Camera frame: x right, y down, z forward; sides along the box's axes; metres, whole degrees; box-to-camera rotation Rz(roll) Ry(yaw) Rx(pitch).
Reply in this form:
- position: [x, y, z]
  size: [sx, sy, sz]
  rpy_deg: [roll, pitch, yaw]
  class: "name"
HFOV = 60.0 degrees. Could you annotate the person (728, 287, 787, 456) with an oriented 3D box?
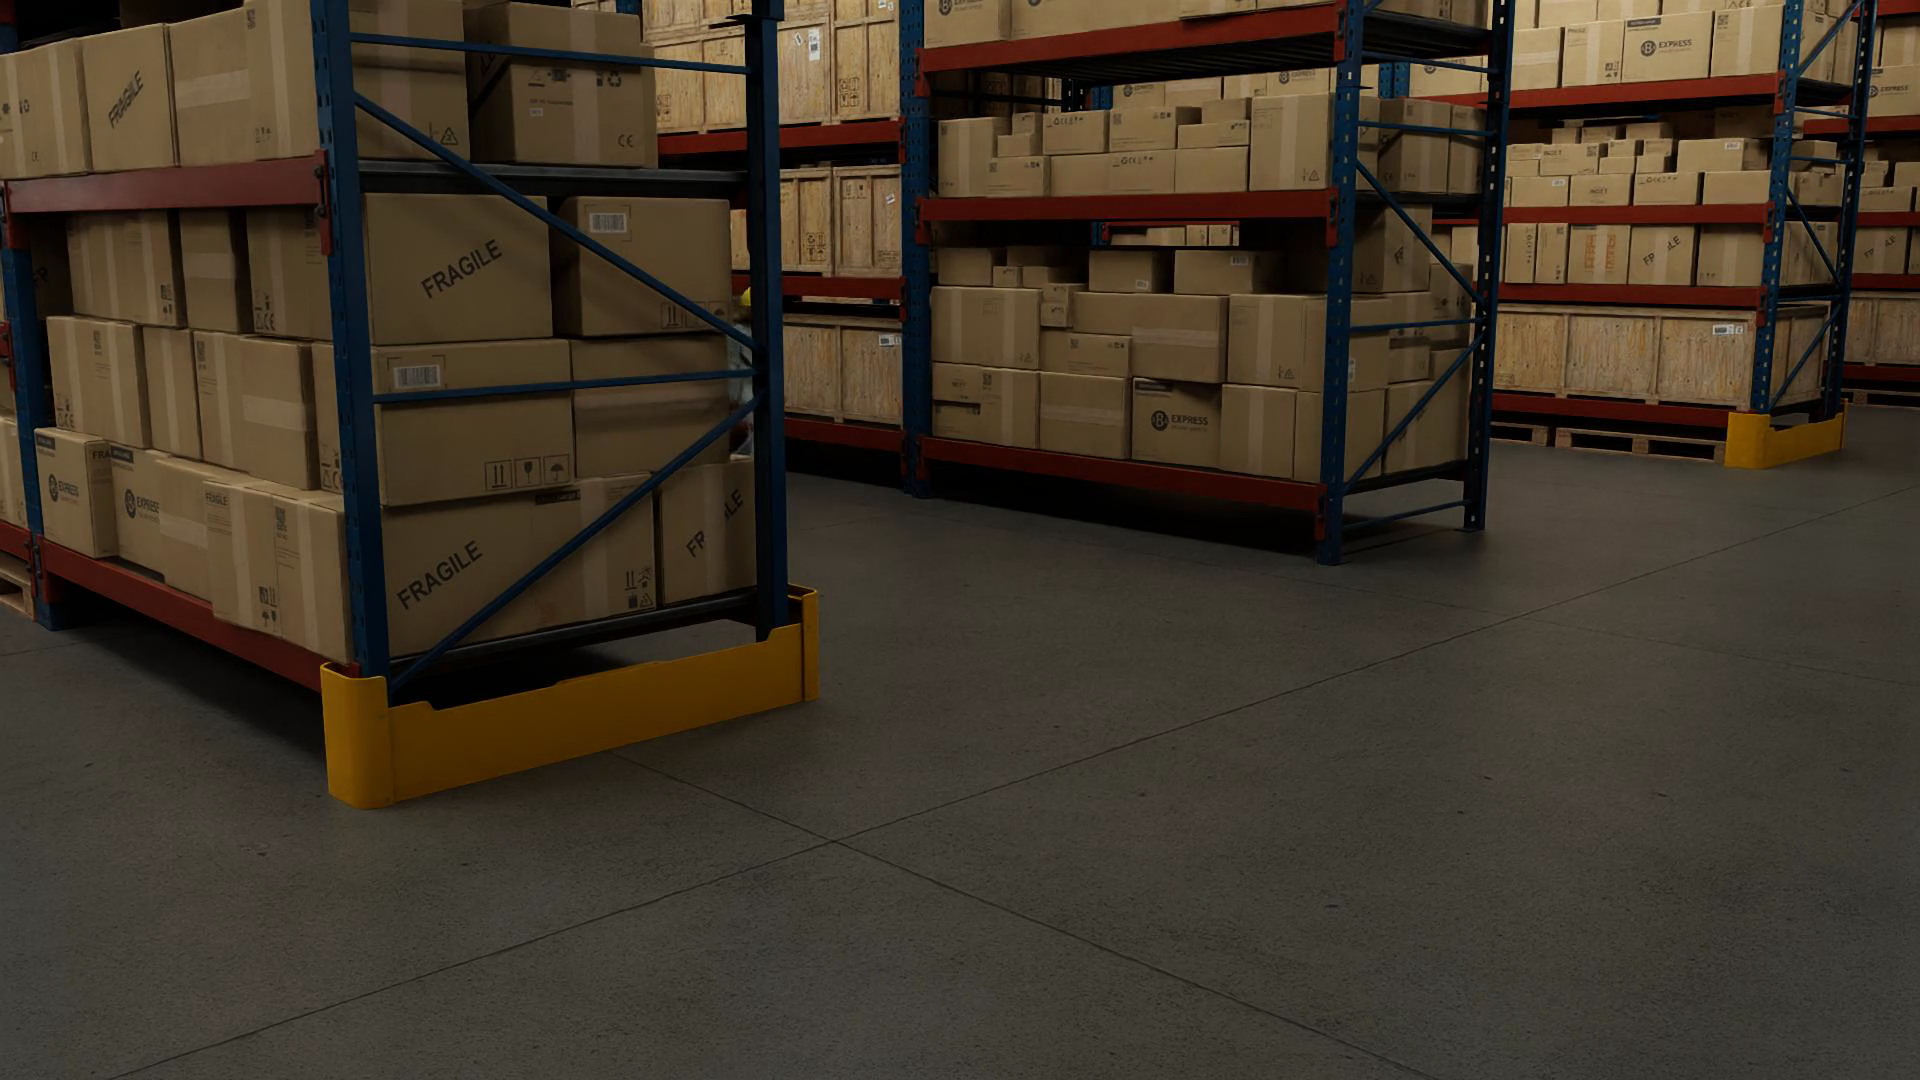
- position: [-1.720, -1.247, 13.826]
  size: [0.702, 1.719, 0.491]
  rpy_deg: [10, 14, 42]
  class: "person"
